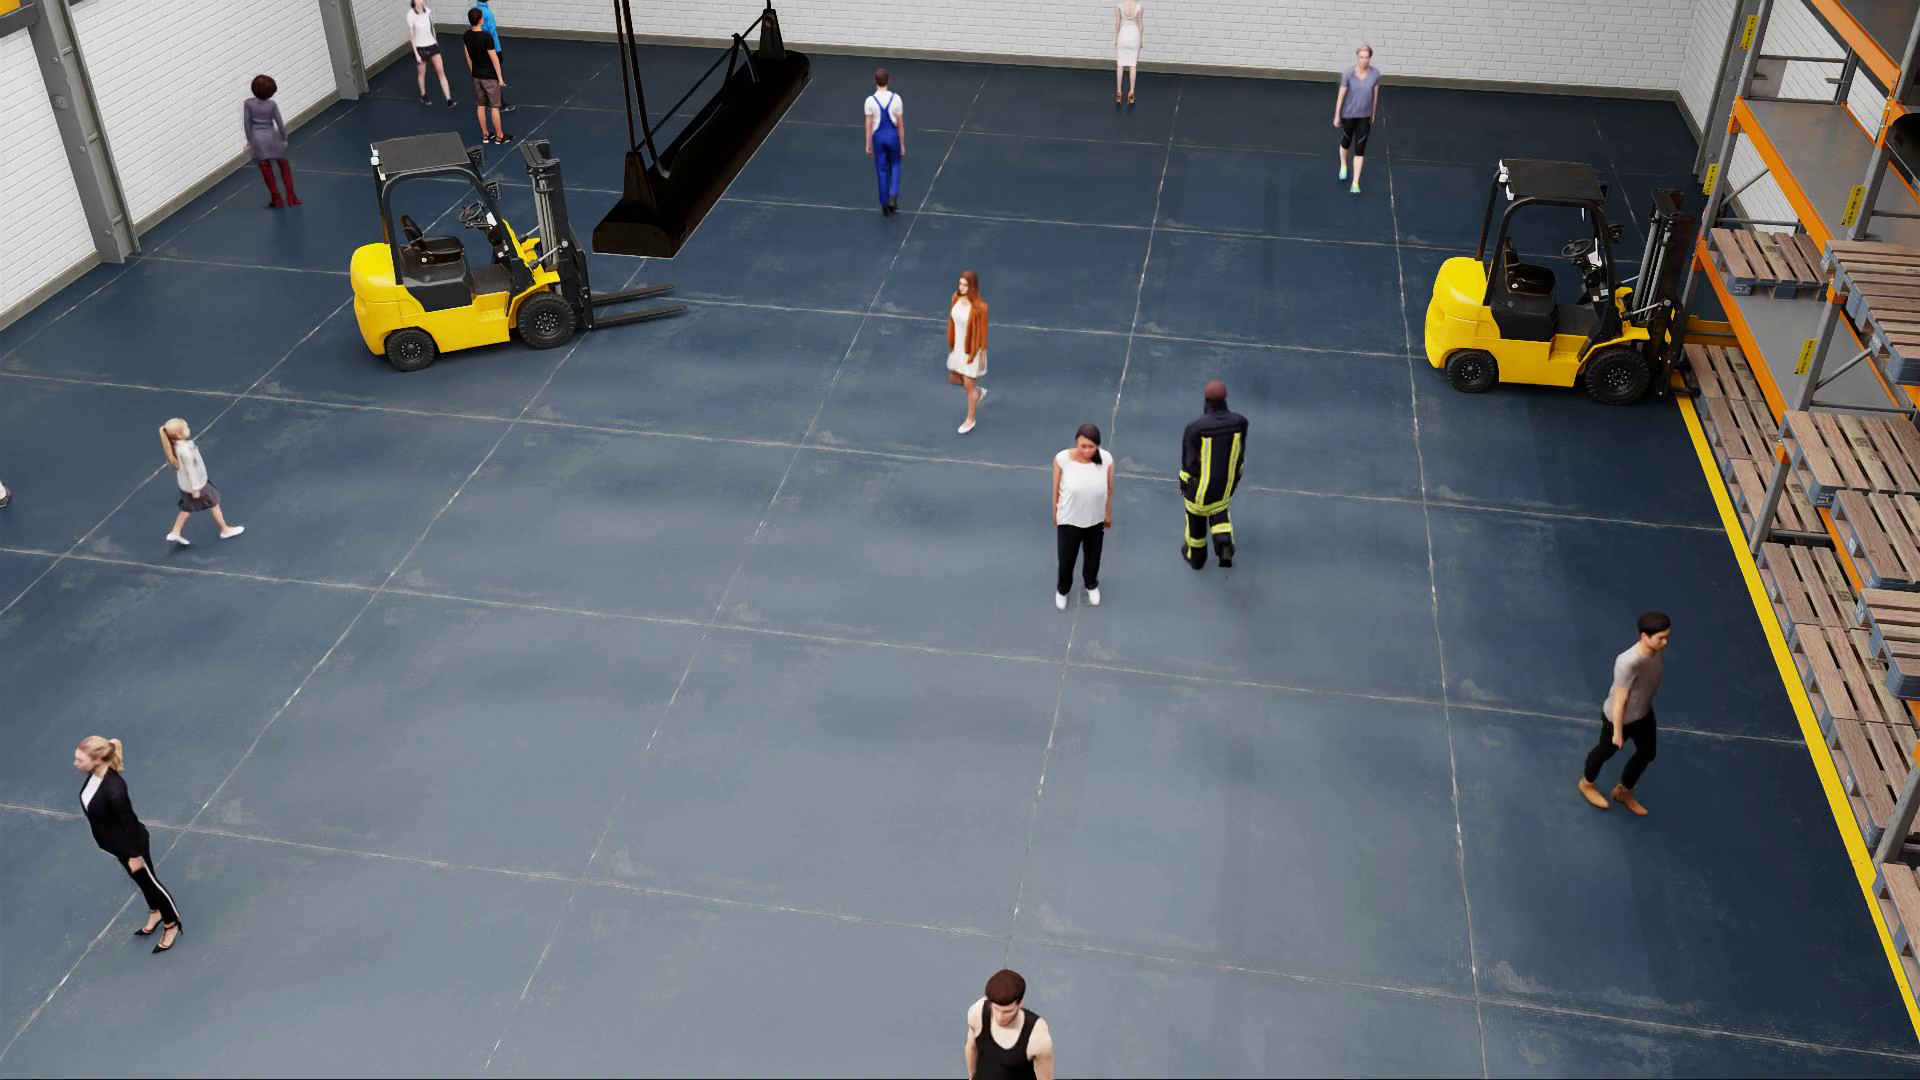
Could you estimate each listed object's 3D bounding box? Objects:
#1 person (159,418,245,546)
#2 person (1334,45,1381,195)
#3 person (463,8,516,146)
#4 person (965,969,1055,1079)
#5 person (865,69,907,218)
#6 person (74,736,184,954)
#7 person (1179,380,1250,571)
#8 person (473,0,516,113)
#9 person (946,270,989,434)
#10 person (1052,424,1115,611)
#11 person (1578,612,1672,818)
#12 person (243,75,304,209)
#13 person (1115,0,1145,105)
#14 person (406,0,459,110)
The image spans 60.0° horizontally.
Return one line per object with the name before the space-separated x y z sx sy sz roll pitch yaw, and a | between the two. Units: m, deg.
person | -6.790 -0.496 14.587 0.913 1.260 0.816 -26 41 -33
person | 5.122 -5.491 21.582 0.736 1.835 1.228 4 34 5
person | -6.559 -6.397 22.922 0.722 1.862 0.655 13 36 18
person | 0.285 2.906 8.929 0.873 1.858 1.225 14 36 20
person | -0.926 -4.914 20.707 0.726 1.843 0.730 -3 34 -5
person | -5.275 1.916 10.553 0.696 1.707 0.720 28 43 35
person | 2.159 -0.501 14.097 0.951 1.810 1.052 -10 35 -14
person | -6.829 -7.115 24.063 0.695 1.794 0.705 27 42 34
person | 0.129 -1.892 16.283 0.822 1.707 0.902 27 42 34
person | 1.027 -0.221 13.787 0.720 1.688 0.704 -3 34 -5
person | 4.631 1.162 11.690 0.832 1.706 0.893 -20 39 -27
person | -8.775 -5.006 20.983 0.750 1.690 0.773 -24 40 -31
person | 2.454 -7.264 24.288 0.581 1.793 0.489 8 34 12
person | -7.804 -7.118 24.152 1.135 1.700 1.132 -26 42 -34
